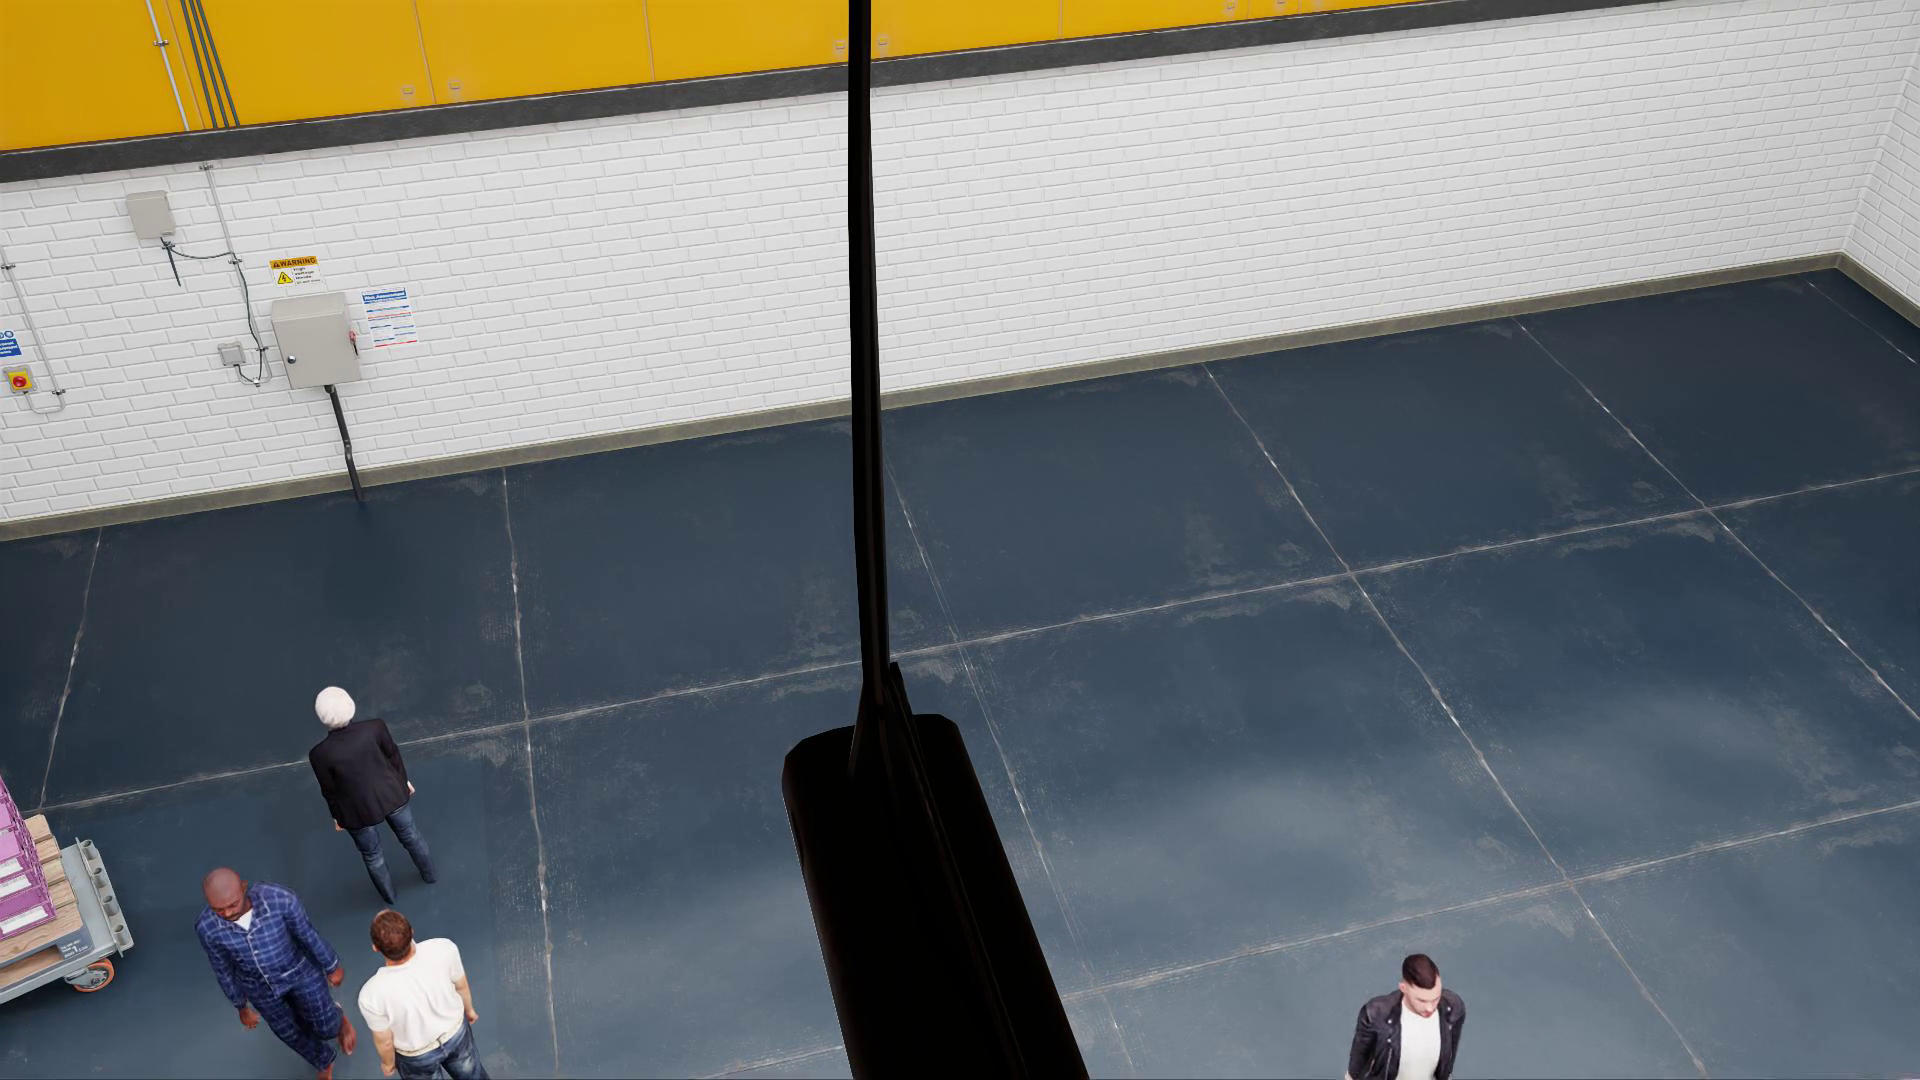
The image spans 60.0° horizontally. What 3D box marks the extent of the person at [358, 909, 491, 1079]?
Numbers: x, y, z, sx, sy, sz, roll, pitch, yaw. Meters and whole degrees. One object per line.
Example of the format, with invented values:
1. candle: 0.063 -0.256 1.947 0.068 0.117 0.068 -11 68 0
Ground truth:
1. person: -2.540 2.424 8.015 0.752 1.856 0.741 -30 47 -32

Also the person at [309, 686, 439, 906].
1. person: -3.319 1.489 9.529 0.807 1.782 0.714 -25 45 -28

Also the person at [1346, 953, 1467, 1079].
1. person: 2.067 2.527 7.920 0.726 1.814 1.044 -5 39 -6

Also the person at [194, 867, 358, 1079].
1. person: -3.446 2.140 8.420 0.718 1.794 0.734 -14 41 -17
